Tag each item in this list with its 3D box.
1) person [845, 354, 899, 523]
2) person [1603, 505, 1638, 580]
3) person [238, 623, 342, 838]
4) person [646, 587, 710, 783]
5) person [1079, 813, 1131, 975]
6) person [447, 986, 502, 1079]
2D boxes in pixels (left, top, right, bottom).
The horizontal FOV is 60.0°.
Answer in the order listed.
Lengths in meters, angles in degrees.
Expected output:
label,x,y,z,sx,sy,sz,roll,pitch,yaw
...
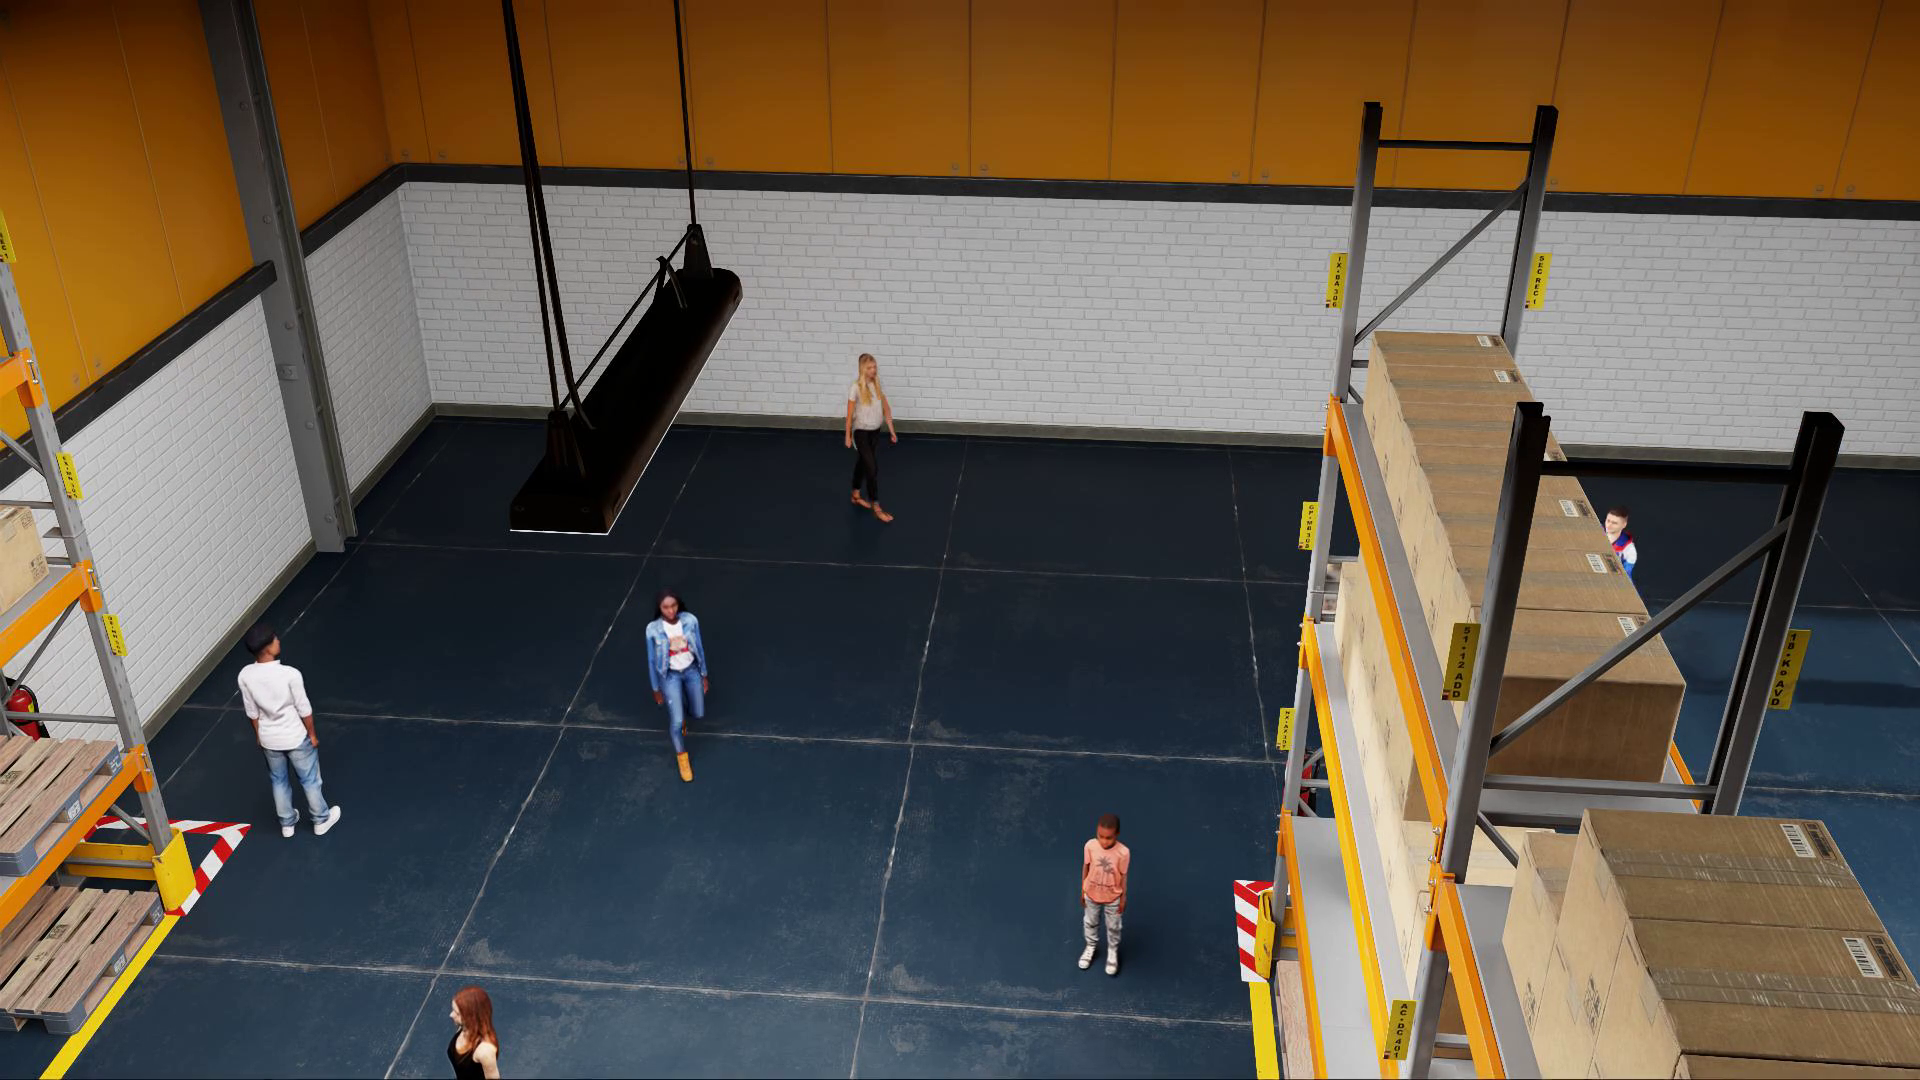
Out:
label,x,y,z,sx,sy,sz,roll,pitch,yaw
person,-1.052,-1.130,17.344,0.974,1.797,0.977,20,34,32
person,5.622,0.469,14.468,0.980,1.743,0.924,-21,35,-34
person,-5.127,1.451,12.598,0.643,1.810,0.585,1,29,1
person,-2.280,1.092,13.374,0.862,1.698,0.983,-13,31,-22
person,0.989,2.391,11.400,0.511,1.307,0.529,10,30,18
person,-2.685,3.204,9.473,0.699,1.726,0.628,-20,34,-32
